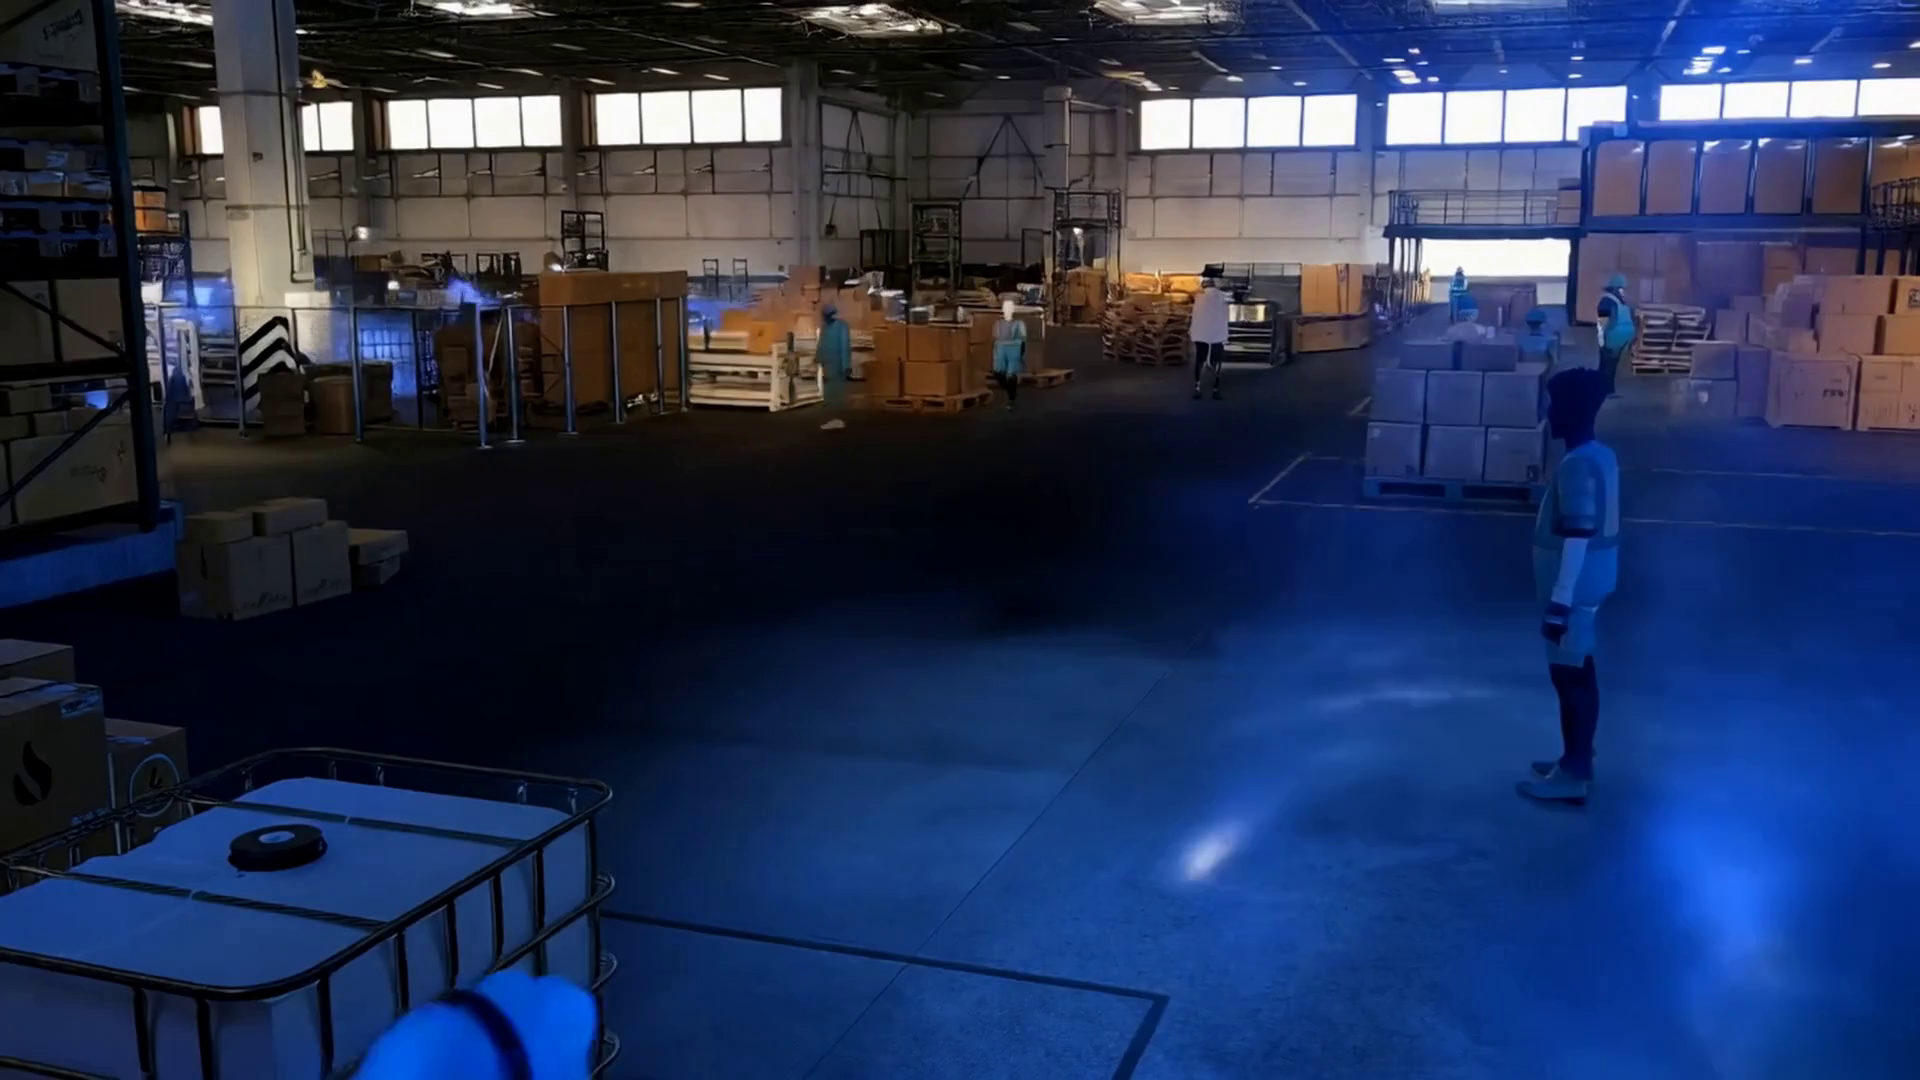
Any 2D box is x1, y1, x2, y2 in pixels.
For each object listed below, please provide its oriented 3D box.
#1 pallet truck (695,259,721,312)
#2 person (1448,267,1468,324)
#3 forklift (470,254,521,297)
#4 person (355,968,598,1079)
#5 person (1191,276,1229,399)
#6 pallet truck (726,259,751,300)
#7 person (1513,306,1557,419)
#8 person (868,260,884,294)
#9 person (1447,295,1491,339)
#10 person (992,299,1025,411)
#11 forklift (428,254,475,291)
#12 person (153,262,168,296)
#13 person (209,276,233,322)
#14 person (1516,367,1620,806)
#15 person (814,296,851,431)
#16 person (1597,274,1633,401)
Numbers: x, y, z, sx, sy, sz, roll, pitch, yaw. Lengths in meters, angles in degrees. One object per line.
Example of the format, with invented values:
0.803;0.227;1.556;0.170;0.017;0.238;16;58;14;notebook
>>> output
-9.165;-9.627;62.776;0.823;1.965;1.885;4;11;23;pallet truck
15.374;-7.513;51.345;0.593;1.841;0.994;3;10;15;person
-17.990;-10.121;64.684;1.157;1.987;2.680;3;11;17;forklift
-0.391;1.295;1.726;0.554;1.830;0.913;8;13;37;person
4.058;-3.272;26.991;0.610;1.996;0.379;1;10;5;person
-7.986;-9.493;62.019;0.823;1.965;1.885;3;11;17;pallet truck
6.862;-1.909;19.950;0.526;1.772;0.307;5;11;28;person
-2.651;-7.734;51.982;0.615;2.042;0.374;-8;13;-37;person
6.056;-1.950;19.821;0.546;1.900;0.615;6;12;32;person
0.727;-2.788;25.127;0.550;1.681;0.366;4;11;22;person
-20.133;-10.254;65.465;1.157;1.987;2.680;3;11;19;forklift
-27.647;-8.639;57.464;0.636;1.910;0.405;6;12;30;person
-18.747;-5.834;42.195;0.543;1.711;0.921;-1;10;-8;person
2.750;0.206;7.483;0.361;1.963;0.613;6;12;31;person
-1.797;-2.376;22.452;0.637;1.811;0.627;-7;12;-35;person
10.548;-3.256;26.772;0.537;2.000;0.682;8;13;39;person
